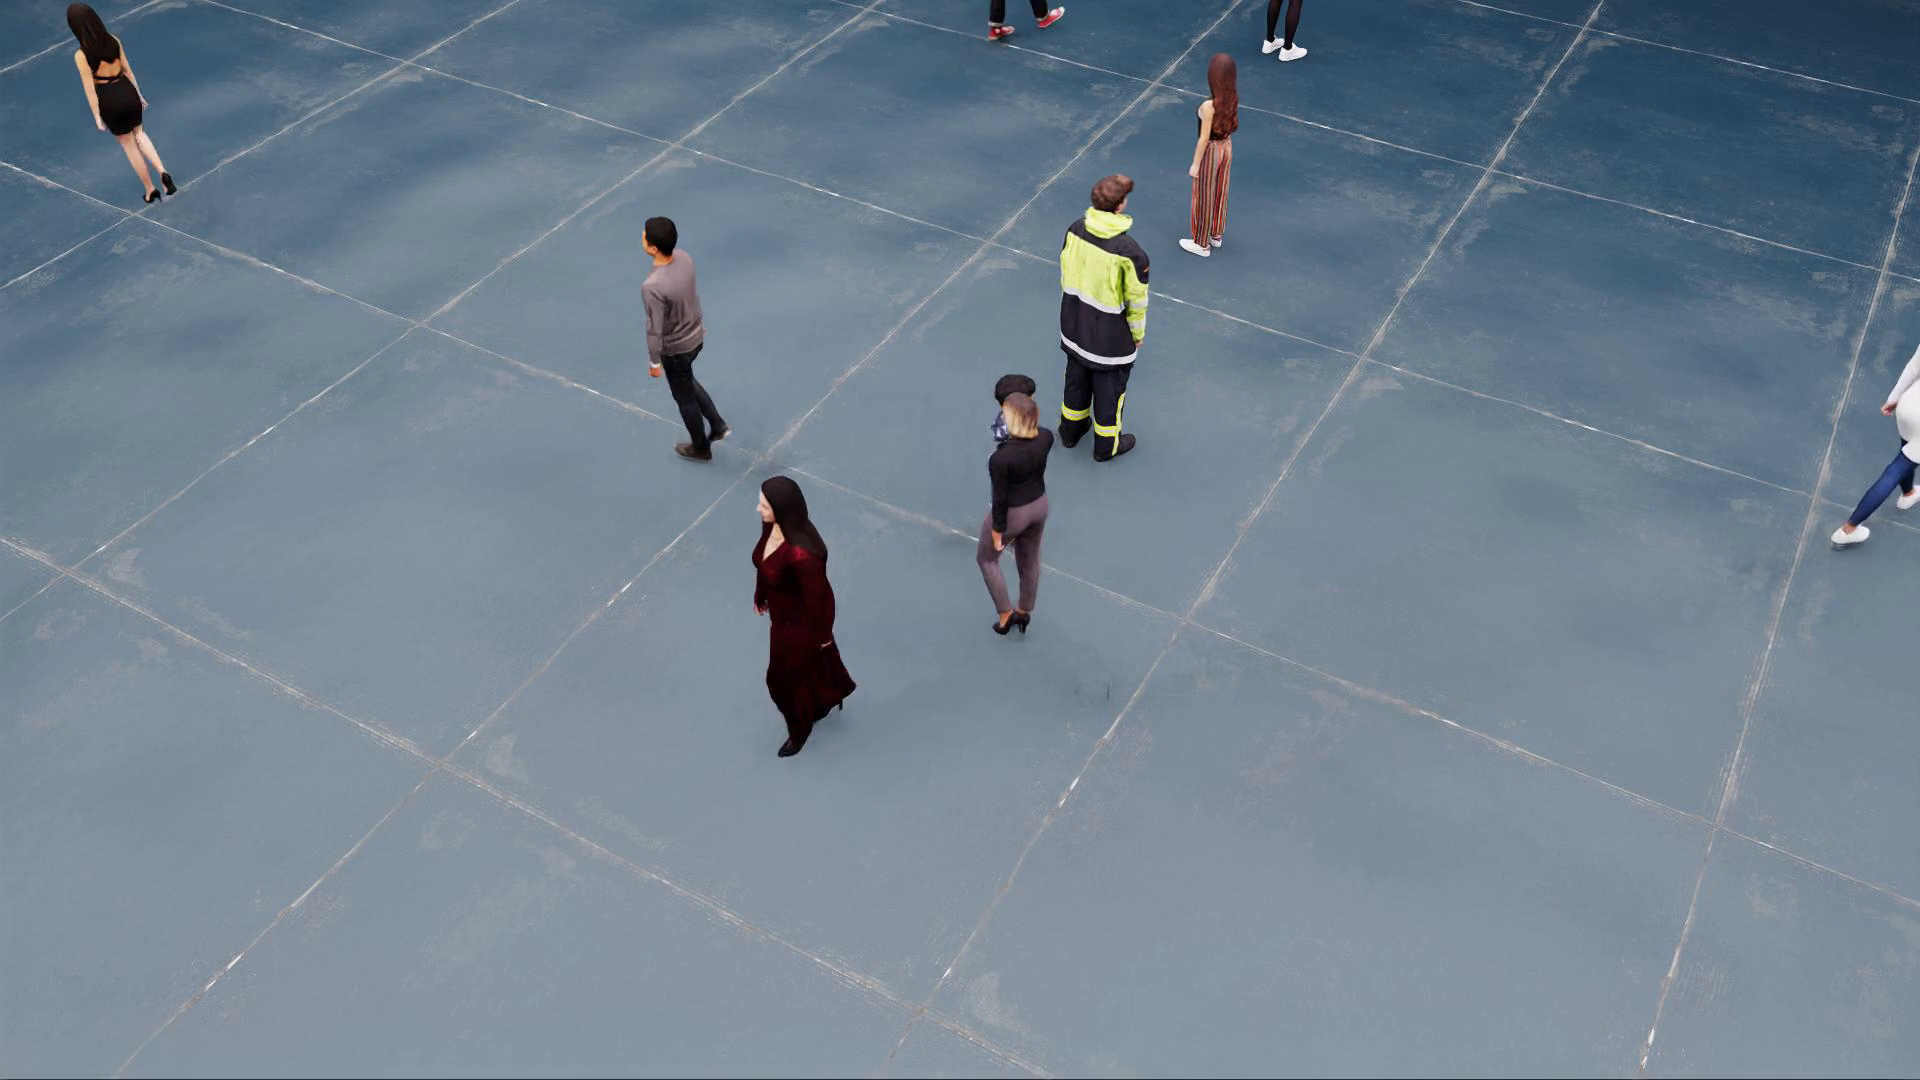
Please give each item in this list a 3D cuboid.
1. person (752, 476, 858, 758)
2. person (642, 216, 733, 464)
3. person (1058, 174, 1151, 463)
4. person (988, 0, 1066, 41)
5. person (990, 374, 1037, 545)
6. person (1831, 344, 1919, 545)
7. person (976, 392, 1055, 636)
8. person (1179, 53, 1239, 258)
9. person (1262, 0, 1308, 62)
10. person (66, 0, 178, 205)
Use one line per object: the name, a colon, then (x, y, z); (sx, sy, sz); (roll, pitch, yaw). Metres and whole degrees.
person: (-0.738, 0.335, 8.563); (0.929, 1.741, 0.863); (-18, 45, -19)
person: (-1.652, -1.193, 10.230); (0.792, 1.760, 0.673); (-3, 42, -4)
person: (0.869, -1.367, 10.257); (0.808, 1.983, 0.699); (29, 50, 28)
person: (0.442, -5.255, 14.726); (1.117, 1.729, 0.914); (-31, 51, -30)
person: (0.270, -0.456, 9.804); (0.656, 1.243, 0.596); (-11, 43, -11)
person: (5.564, -0.672, 9.681); (1.218, 1.728, 1.047); (-18, 45, -19)
person: (0.376, -0.080, 9.078); (0.583, 1.662, 0.729); (-28, 49, -27)
person: (1.853, -2.825, 12.176); (0.658, 1.562, 0.514); (32, 51, 30)
person: (2.900, -5.080, 14.502); (0.654, 1.772, 0.687); (-28, 49, -28)
person: (-6.298, -3.256, 12.592); (0.638, 1.639, 0.599); (23, 47, 23)
